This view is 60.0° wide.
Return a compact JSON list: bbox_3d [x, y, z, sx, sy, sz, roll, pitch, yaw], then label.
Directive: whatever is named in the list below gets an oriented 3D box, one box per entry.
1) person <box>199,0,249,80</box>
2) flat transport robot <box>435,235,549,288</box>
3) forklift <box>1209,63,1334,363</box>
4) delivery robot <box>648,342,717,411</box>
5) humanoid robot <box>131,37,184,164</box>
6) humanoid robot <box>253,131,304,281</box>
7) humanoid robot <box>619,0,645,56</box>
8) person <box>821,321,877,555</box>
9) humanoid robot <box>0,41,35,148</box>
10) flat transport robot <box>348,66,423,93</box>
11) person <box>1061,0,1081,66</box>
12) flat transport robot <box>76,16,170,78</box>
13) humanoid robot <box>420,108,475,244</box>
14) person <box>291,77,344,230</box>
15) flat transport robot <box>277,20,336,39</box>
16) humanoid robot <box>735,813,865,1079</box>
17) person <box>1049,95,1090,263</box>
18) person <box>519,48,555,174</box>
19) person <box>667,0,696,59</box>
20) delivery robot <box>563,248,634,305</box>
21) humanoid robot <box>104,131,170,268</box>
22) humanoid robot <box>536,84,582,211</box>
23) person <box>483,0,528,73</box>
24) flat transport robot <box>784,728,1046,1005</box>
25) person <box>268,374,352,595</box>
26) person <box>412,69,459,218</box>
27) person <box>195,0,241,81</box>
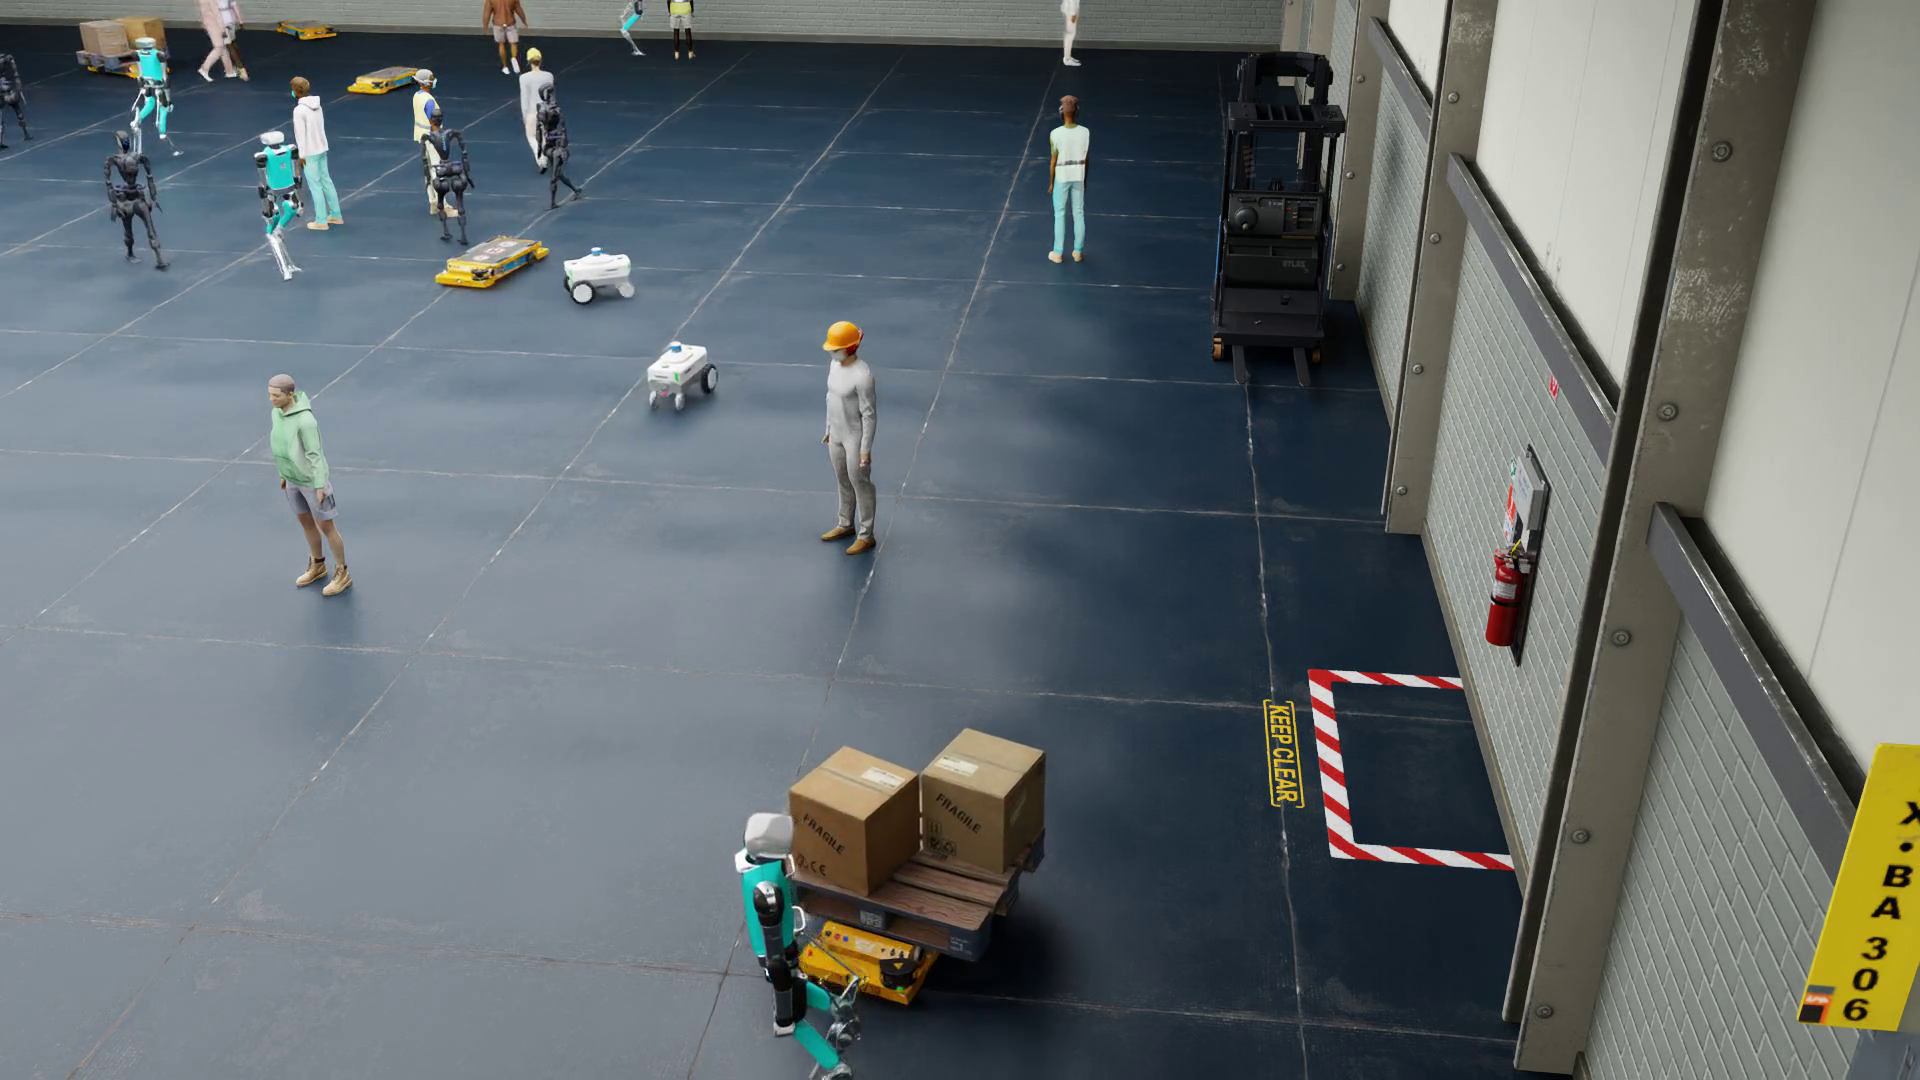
[{"bbox_3d":[-13.178,-9.214,29.621,0.896,1.986,0.671,19,33,34],"label":"person"},{"bbox_3d":[-5.544,-3.308,19.743,0.659,0.231,1.431,8,28,16],"label":"flat transport robot"},{"bbox_3d":[3.241,-3.477,17.183,1.129,2.768,1.873,3,27,6],"label":"forklift"},{"bbox_3d":[-2.717,-1.612,16.028,0.499,0.585,0.765,8,28,15],"label":"delivery robot"},{"bbox_3d":[-11.904,-6.361,24.266,0.535,1.780,1.041,7,27,14],"label":"humanoid robot"},{"bbox_3d":[-7.948,-3.867,19.234,0.862,1.787,0.576,18,32,32],"label":"humanoid robot"},{"bbox_3d":[-6.270,-10.134,31.664,0.677,1.742,0.532,-5,27,-10],"label":"humanoid robot"},{"bbox_3d":[-0.864,-0.803,12.936,0.373,1.889,0.567,-19,32,-33],"label":"person"},{"bbox_3d":[-14.520,-6.786,25.202,0.612,1.628,0.837,-1,27,-2],"label":"humanoid robot"},{"bbox_3d":[-10.081,-8.117,29.343,0.659,0.231,1.431,9,28,17],"label":"flat transport robot"},{"bbox_3d":[2.072,-9.808,30.928,0.408,1.876,0.500,1,27,2],"label":"person"},{"bbox_3d":[-15.240,-8.673,30.453,1.431,0.231,0.659,15,30,27],"label":"flat transport robot"},{"bbox_3d":[-6.317,-4.489,20.544,0.609,1.631,0.479,-15,30,-28],"label":"humanoid robot"},{"bbox_3d":[-8.208,-4.917,21.138,0.349,1.905,0.487,6,27,13],"label":"person"},{"bbox_3d":[-13.339,-10.414,33.929,0.659,0.231,1.431,-22,34,-36],"label":"flat transport robot"},{"bbox_3d":[-0.648,2.007,7.549,0.665,1.851,0.543,-6,27,-11],"label":"humanoid robot"},{"bbox_3d":[1.294,-4.277,19.773,0.483,1.978,0.405,-6,27,-12],"label":"person"},{"bbox_3d":[-6.007,-6.099,23.678,0.557,1.739,0.684,-18,32,-32],"label":"person"},{"bbox_3d":[-5.273,-9.967,31.440,0.540,1.696,0.316,0,27,0],"label":"person"},{"bbox_3d":[-4.110,-2.990,18.809,0.818,0.614,0.499,-10,28,-20],"label":"delivery robot"},{"bbox_3d":[-9.776,-4.015,19.643,0.831,1.619,0.590,21,33,36],"label":"humanoid robot"},{"bbox_3d":[-5.347,-5.247,22.095,0.600,1.634,0.763,19,32,33],"label":"humanoid robot"},{"bbox_3d":[-8.206,-9.338,30.032,0.797,1.827,0.641,-8,28,-16],"label":"person"},{"bbox_3d":[-0.281,1.971,9.204,0.659,0.231,1.431,11,29,21],"label":"flat transport robot"},{"bbox_3d":[-4.855,-0.424,12.355,0.471,1.733,0.324,15,30,28],"label":"person"},{"bbox_3d":[-6.847,-5.139,21.589,0.401,1.893,0.523,-19,32,-33],"label":"person"},{"bbox_3d":[-13.301,-9.116,29.550,0.844,1.878,0.644,-23,35,-38],"label":"person"}]
